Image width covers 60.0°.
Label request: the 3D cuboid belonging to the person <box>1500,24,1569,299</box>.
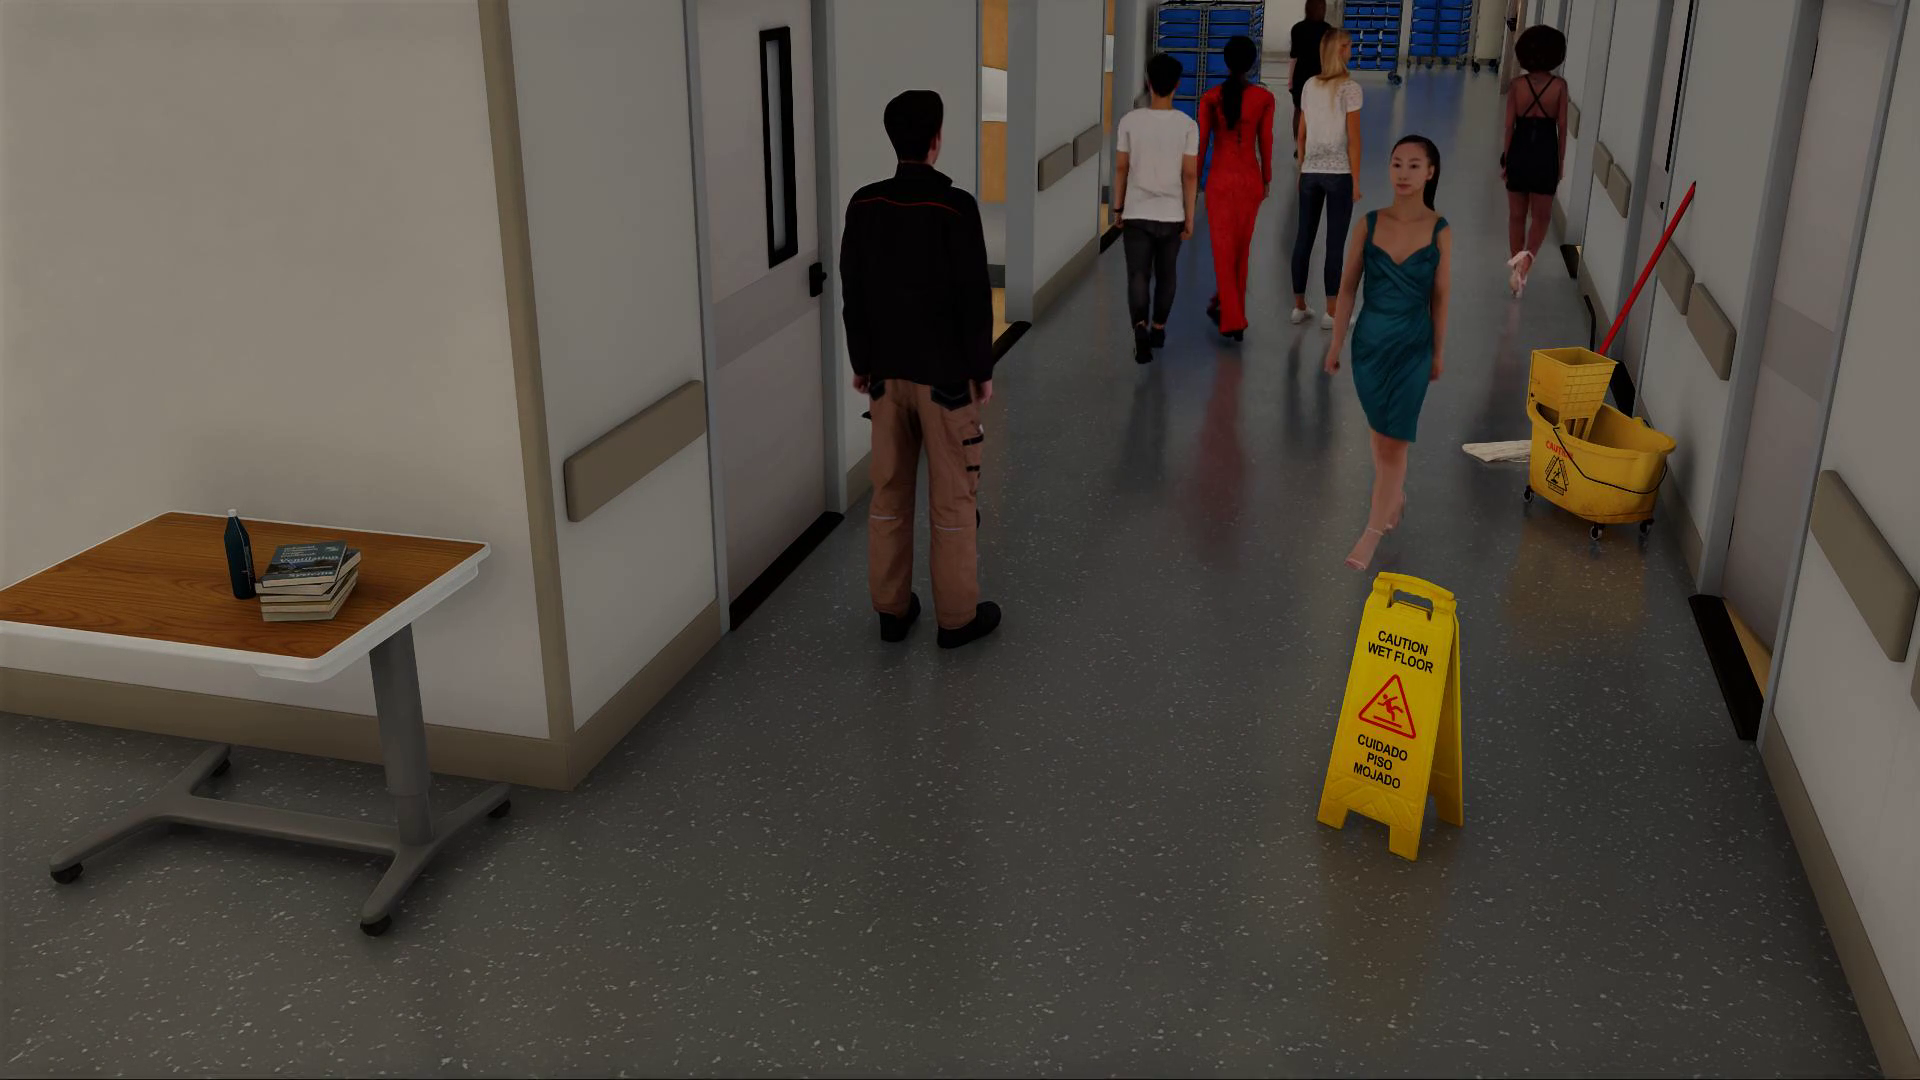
[{"bbox_3d":[3.690,-2.393,10.782,0.651,1.766,1.007,9,23,23],"label":"person"}]

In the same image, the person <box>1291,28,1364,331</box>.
[{"bbox_3d":[2.258,-2.223,10.272,0.689,1.808,0.678,-18,27,-39],"label":"person"}]

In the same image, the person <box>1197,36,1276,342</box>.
[{"bbox_3d":[1.643,-2.044,9.876,0.873,1.755,1.034,-5,21,-12],"label":"person"}]

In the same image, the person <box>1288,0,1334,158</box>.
[{"bbox_3d":[3.531,-4.615,16.761,0.618,1.686,0.834,4,21,10],"label":"person"}]

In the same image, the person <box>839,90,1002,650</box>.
[{"bbox_3d":[-0.135,-0.561,5.721,0.724,1.924,0.638,8,22,21],"label":"person"}]

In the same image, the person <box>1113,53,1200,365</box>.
[{"bbox_3d":[1.083,-1.827,9.353,0.744,1.687,1.117,2,21,5],"label":"person"}]

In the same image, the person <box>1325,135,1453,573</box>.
[{"bbox_3d":[1.710,-0.718,6.547,0.730,1.632,1.105,11,23,26],"label":"person"}]
